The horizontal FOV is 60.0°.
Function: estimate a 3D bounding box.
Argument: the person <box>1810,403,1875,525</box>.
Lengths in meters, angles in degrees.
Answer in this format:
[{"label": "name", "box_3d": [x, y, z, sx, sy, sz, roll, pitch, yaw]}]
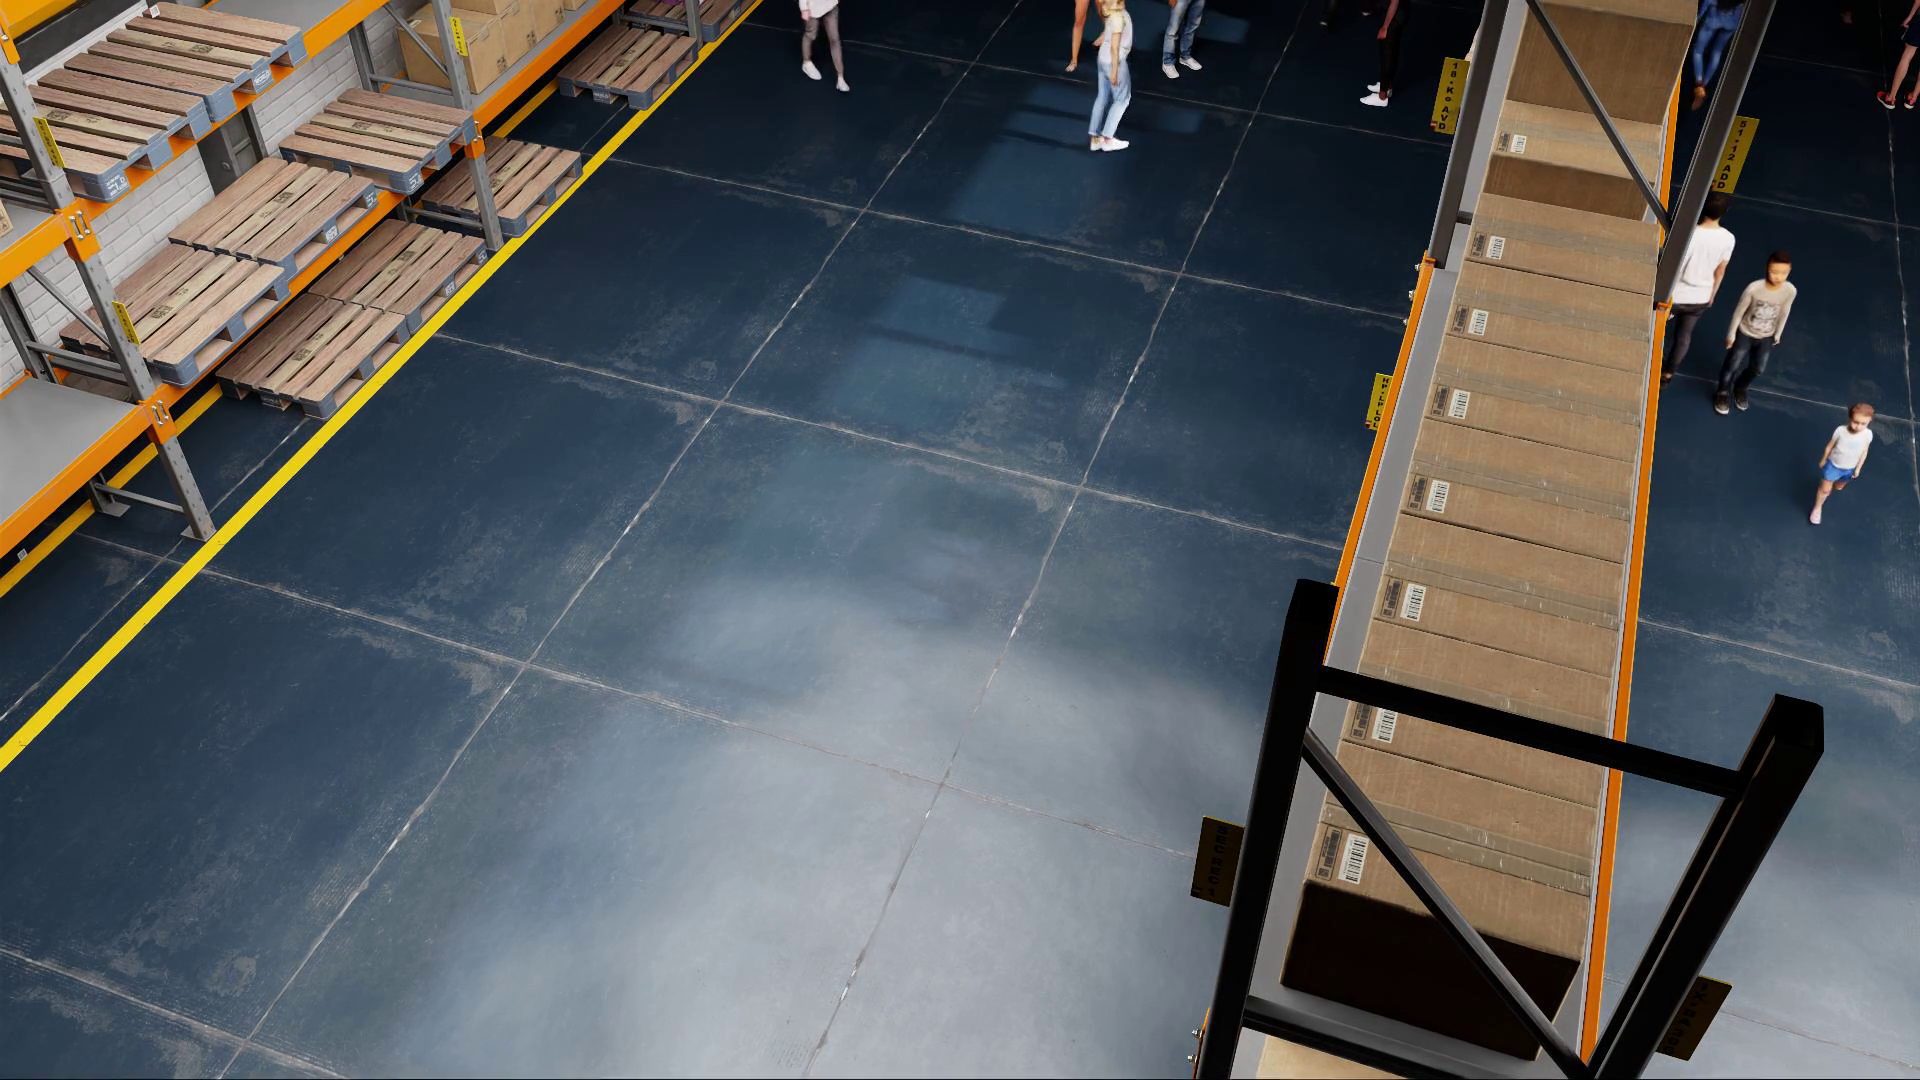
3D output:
[{"label": "person", "box_3d": [6.393, -0.596, 12.043, 0.432, 1.011, 0.627, 13, 45, 13]}]

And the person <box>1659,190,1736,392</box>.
[{"label": "person", "box_3d": [5.638, -1.920, 12.932, 0.675, 1.703, 0.654, 7, 44, 8]}]

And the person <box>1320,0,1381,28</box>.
[{"label": "person", "box_3d": [4.137, -6.196, 17.374, 0.946, 1.767, 1.258, 32, 52, 29]}]

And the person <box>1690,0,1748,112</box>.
[{"label": "person", "box_3d": [7.358, -4.946, 16.114, 0.659, 1.695, 0.984, 11, 45, 11]}]

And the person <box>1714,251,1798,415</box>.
[{"label": "person", "box_3d": [6.115, -1.634, 12.814, 0.614, 1.452, 0.579, 4, 44, 4]}]

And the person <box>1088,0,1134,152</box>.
[{"label": "person", "box_3d": [1.388, -4.435, 15.575, 0.833, 1.699, 0.734, 0, 44, 0]}]

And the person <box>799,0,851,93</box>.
[{"label": "person", "box_3d": [-1.428, -5.370, 16.490, 1.104, 1.789, 1.124, -27, 50, -25]}]

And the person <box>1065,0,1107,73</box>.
[{"label": "person", "box_3d": [1.414, -5.684, 16.900, 0.732, 1.680, 1.171, 21, 48, 21]}]

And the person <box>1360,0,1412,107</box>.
[{"label": "person", "box_3d": [4.239, -5.087, 16.238, 0.702, 1.728, 0.559, 21, 47, 20]}]

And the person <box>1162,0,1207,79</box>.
[{"label": "person", "box_3d": [2.298, -5.563, 16.678, 0.700, 1.809, 0.792, -24, 49, -24]}]
